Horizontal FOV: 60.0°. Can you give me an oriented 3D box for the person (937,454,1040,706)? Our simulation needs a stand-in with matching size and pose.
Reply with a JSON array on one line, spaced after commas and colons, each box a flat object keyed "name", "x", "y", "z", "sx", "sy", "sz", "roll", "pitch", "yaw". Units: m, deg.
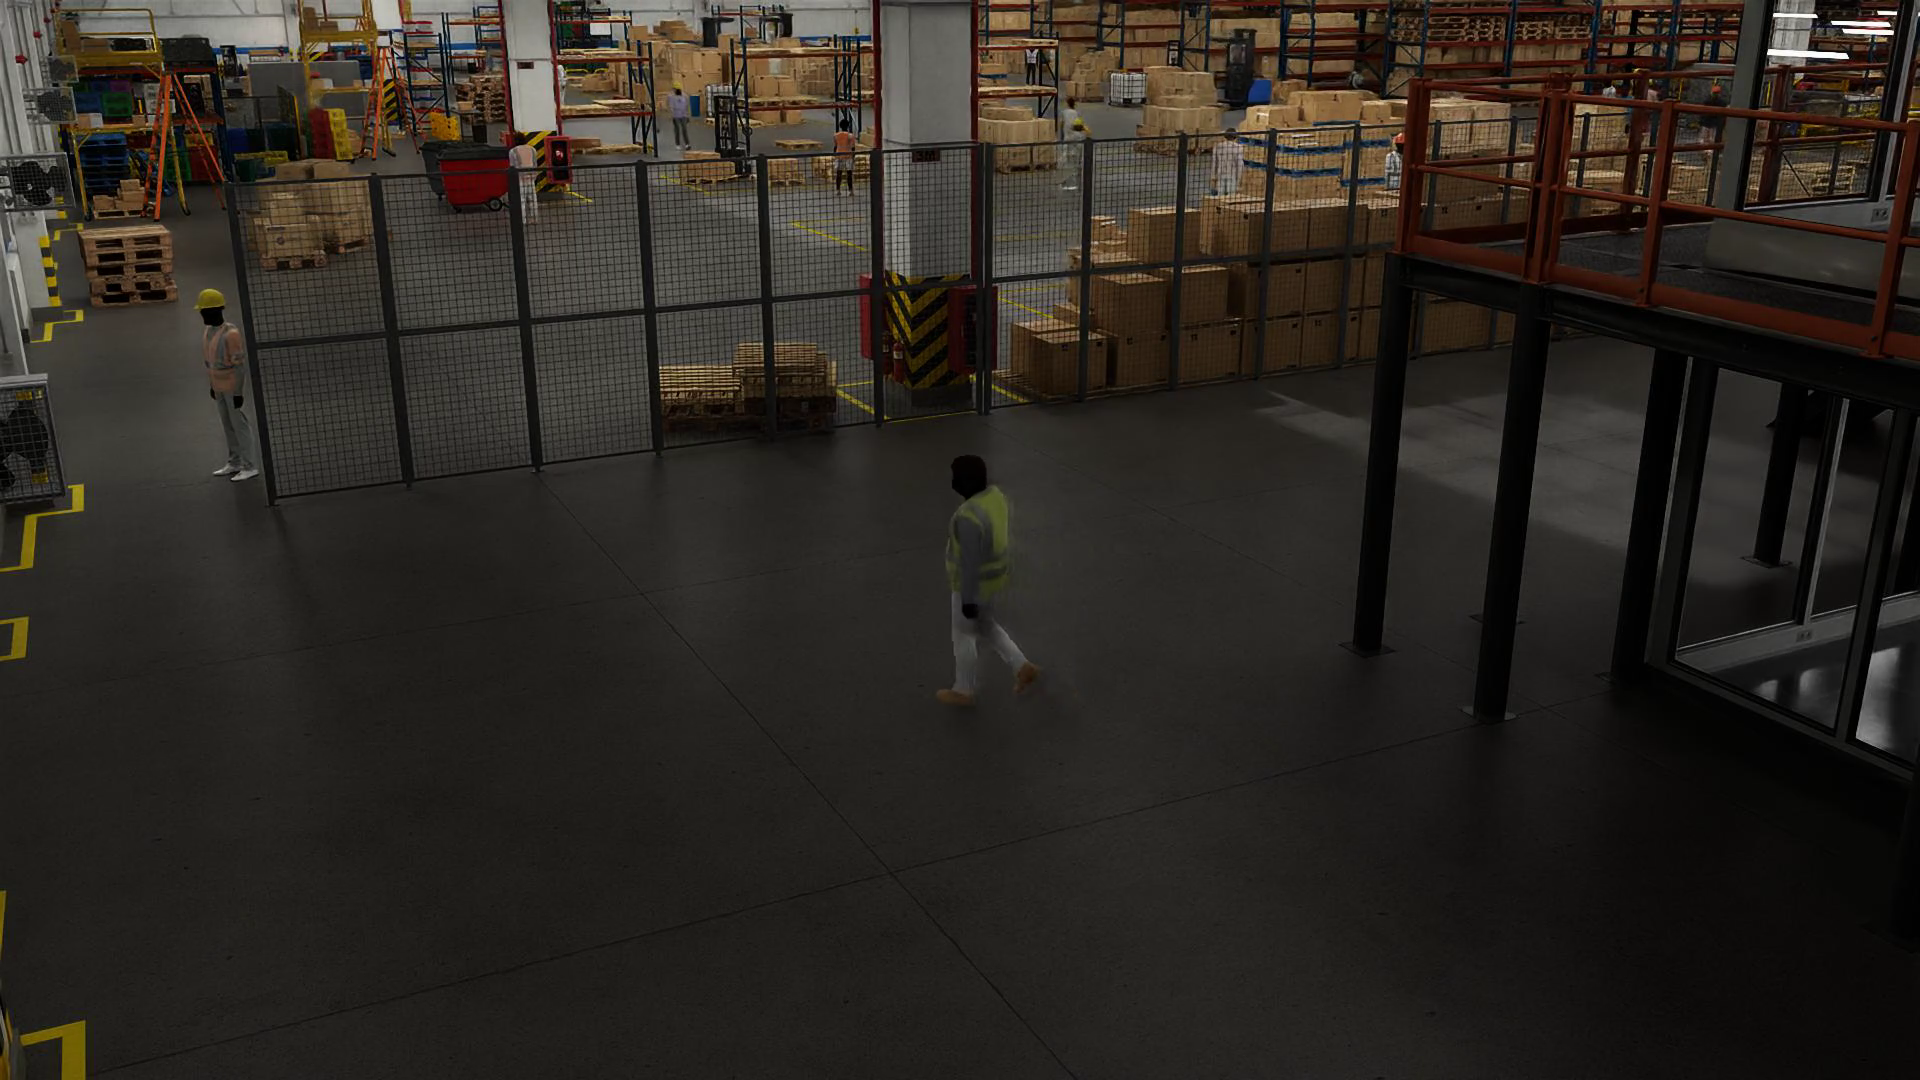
[{"name": "person", "x": 0.180, "y": 0.297, "z": 11.408, "sx": 0.626, "sy": 1.821, "sz": 0.624, "roll": 8, "pitch": 21, "yaw": 23}]

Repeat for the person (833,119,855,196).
[{"name": "person", "x": -2.601, "y": -8.601, "z": 37.406, "sx": 0.533, "sy": 1.691, "sz": 0.321, "roll": 5, "pitch": 20, "yaw": 13}]

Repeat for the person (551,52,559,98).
[{"name": "person", "x": -15.256, "y": -17.475, "z": 62.824, "sx": 0.549, "sy": 1.887, "sz": 0.975, "roll": -17, "pitch": 25, "yaw": -40}]

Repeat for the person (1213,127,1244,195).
[{"name": "person", "x": 5.291, "y": -7.146, "z": 32.809, "sx": 0.638, "sy": 1.937, "sz": 0.357, "roll": 12, "pitch": 22, "yaw": 31}]

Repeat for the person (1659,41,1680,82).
[{"name": "person", "x": 31.407, "y": -21.176, "z": 73.413, "sx": 0.600, "sy": 1.992, "sz": 1.065, "roll": -18, "pitch": 26, "yaw": -41}]

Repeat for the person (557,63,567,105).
[{"name": "person", "x": -14.229, "y": -16.323, "z": 59.493, "sx": 0.349, "sy": 1.882, "sz": 0.577, "roll": -6, "pitch": 20, "yaw": -16}]

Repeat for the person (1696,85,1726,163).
[{"name": "person", "x": 19.734, "y": -10.938, "z": 43.743, "sx": 0.663, "sy": 1.969, "sz": 0.648, "roll": 3, "pitch": 19, "yaw": 8}]

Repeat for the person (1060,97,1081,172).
[{"name": "person", "x": 2.770, "y": -10.115, "z": 41.564, "sx": 0.555, "sy": 1.847, "sz": 0.554, "roll": 7, "pitch": 20, "yaw": 19}]

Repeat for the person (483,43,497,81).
[{"name": "person", "x": -19.650, "y": -19.637, "z": 69.065, "sx": 0.868, "sy": 1.901, "sz": 0.653, "roll": -4, "pitch": 19, "yaw": -12}]

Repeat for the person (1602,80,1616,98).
[{"name": "person", "x": 18.791, "y": -12.518, "z": 48.358, "sx": 0.370, "sy": 1.958, "sz": 0.596, "roll": -2, "pitch": 19, "yaw": -7}]

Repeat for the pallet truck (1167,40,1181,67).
[{"name": "pallet truck", "x": 9.045, "y": -19.971, "z": 69.895, "sx": 0.823, "sy": 1.965, "sz": 1.885, "roll": -3, "pitch": 19, "yaw": -8}]

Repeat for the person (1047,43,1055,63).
[{"name": "person", "x": 4.316, "y": -22.139, "z": 76.801, "sx": 0.516, "sy": 1.587, "sz": 0.887, "roll": 9, "pitch": 21, "yaw": 24}]

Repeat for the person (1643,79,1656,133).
[{"name": "person", "x": 20.576, "y": -12.943, "z": 49.901, "sx": 0.531, "sy": 1.755, "sz": 0.471, "roll": 2, "pitch": 19, "yaw": 7}]

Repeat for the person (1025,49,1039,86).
[{"name": "person", "x": 3.067, "y": -20.403, "z": 71.278, "sx": 0.587, "sy": 1.913, "sz": 0.394, "roll": 1, "pitch": 19, "yaw": 2}]

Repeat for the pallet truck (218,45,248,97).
[{"name": "pallet truck", "x": -28.879, "y": -18.665, "z": 66.111, "sx": 0.823, "sy": 1.965, "sz": 1.885, "roll": -3, "pitch": 19, "yaw": -9}]

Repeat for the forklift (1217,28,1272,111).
[{"name": "forklift", "x": 10.156, "y": -16.848, "z": 59.509, "sx": 1.873, "sy": 2.768, "sz": 1.129, "roll": -9, "pitch": 21, "yaw": -25}]

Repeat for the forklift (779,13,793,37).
[{"name": "forklift", "x": -8.211, "y": -23.584, "z": 79.036, "sx": 1.873, "sy": 2.768, "sz": 1.129, "roll": -9, "pitch": 21, "yaw": -25}]

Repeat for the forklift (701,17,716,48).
[{"name": "forklift", "x": -10.921, "y": -21.323, "z": 72.480, "sx": 1.873, "sy": 2.768, "sz": 1.129, "roll": -9, "pitch": 21, "yaw": -25}]

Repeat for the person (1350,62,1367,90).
[{"name": "person", "x": 12.989, "y": -14.609, "z": 54.285, "sx": 0.549, "sy": 2.000, "sz": 0.766, "roll": -2, "pitch": 19, "yaw": -6}]

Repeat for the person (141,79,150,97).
[{"name": "person", "x": -25.083, "y": -13.433, "z": 51.497, "sx": 0.515, "sy": 1.634, "sz": 0.314, "roll": 9, "pitch": 21, "yaw": 25}]

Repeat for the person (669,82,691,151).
[{"name": "person", "x": -7.847, "y": -11.870, "z": 46.614, "sx": 0.580, "sy": 1.862, "sz": 1.031, "roll": -7, "pitch": 20, "yaw": -19}]

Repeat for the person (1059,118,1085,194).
[{"name": "person", "x": 2.567, "y": -8.618, "z": 37.408, "sx": 0.699, "sy": 1.724, "sz": 0.489, "roll": -7, "pitch": 20, "yaw": -19}]

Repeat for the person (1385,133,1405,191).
[{"name": "person", "x": 8.321, "y": -6.746, "z": 31.644, "sx": 0.545, "sy": 1.942, "sz": 0.350, "roll": -9, "pitch": 21, "yaw": -24}]

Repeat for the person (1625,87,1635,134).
[{"name": "person", "x": 19.617, "y": -12.334, "z": 48.264, "sx": 0.549, "sy": 1.656, "sz": 0.847, "roll": -2, "pitch": 19, "yaw": -7}]

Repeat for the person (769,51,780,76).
[{"name": "person", "x": -7.299, "y": -18.042, "z": 64.479, "sx": 0.657, "sy": 1.882, "sz": 1.018, "roll": -7, "pitch": 20, "yaw": -20}]

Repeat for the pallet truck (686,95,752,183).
[{"name": "pallet truck", "x": -5.836, "y": -9.608, "z": 39.856, "sx": 0.823, "sy": 1.965, "sz": 1.885, "roll": 10, "pitch": 22, "yaw": 27}]

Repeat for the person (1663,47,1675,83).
[{"name": "person", "x": 31.087, "y": -20.919, "z": 72.840, "sx": 0.476, "sy": 1.874, "sz": 0.665, "roll": 8, "pitch": 21, "yaw": 21}]

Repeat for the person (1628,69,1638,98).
[{"name": "person", "x": 22.125, "y": -14.581, "z": 54.637, "sx": 0.344, "sy": 1.758, "sz": 0.526, "roll": 8, "pitch": 20, "yaw": 21}]

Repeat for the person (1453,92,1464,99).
[{"name": "person", "x": 14.585, "y": -12.502, "z": 48.502, "sx": 0.972, "sy": 1.819, "sz": 0.505, "roll": 17, "pitch": 25, "yaw": 40}]

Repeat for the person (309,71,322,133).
[{"name": "person", "x": -19.716, "y": -13.328, "z": 50.805, "sx": 0.632, "sy": 1.908, "sz": 0.605, "roll": -15, "pitch": 24, "yaw": -37}]

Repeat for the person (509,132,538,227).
[{"name": "person", "x": -8.627, "y": -7.113, "z": 32.861, "sx": 0.429, "sy": 1.844, "sz": 0.623, "roll": 16, "pitch": 25, "yaw": 39}]

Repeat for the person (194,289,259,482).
[{"name": "person", "x": -7.331, "y": -1.547, "z": 16.593, "sx": 0.593, "sy": 1.926, "sz": 0.366, "roll": 15, "pitch": 24, "yaw": 38}]

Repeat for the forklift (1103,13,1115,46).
[{"name": "forklift", "x": 7.126, "y": -23.615, "z": 79.126, "sx": 1.873, "sy": 2.768, "sz": 1.129, "roll": -9, "pitch": 21, "yaw": -25}]
